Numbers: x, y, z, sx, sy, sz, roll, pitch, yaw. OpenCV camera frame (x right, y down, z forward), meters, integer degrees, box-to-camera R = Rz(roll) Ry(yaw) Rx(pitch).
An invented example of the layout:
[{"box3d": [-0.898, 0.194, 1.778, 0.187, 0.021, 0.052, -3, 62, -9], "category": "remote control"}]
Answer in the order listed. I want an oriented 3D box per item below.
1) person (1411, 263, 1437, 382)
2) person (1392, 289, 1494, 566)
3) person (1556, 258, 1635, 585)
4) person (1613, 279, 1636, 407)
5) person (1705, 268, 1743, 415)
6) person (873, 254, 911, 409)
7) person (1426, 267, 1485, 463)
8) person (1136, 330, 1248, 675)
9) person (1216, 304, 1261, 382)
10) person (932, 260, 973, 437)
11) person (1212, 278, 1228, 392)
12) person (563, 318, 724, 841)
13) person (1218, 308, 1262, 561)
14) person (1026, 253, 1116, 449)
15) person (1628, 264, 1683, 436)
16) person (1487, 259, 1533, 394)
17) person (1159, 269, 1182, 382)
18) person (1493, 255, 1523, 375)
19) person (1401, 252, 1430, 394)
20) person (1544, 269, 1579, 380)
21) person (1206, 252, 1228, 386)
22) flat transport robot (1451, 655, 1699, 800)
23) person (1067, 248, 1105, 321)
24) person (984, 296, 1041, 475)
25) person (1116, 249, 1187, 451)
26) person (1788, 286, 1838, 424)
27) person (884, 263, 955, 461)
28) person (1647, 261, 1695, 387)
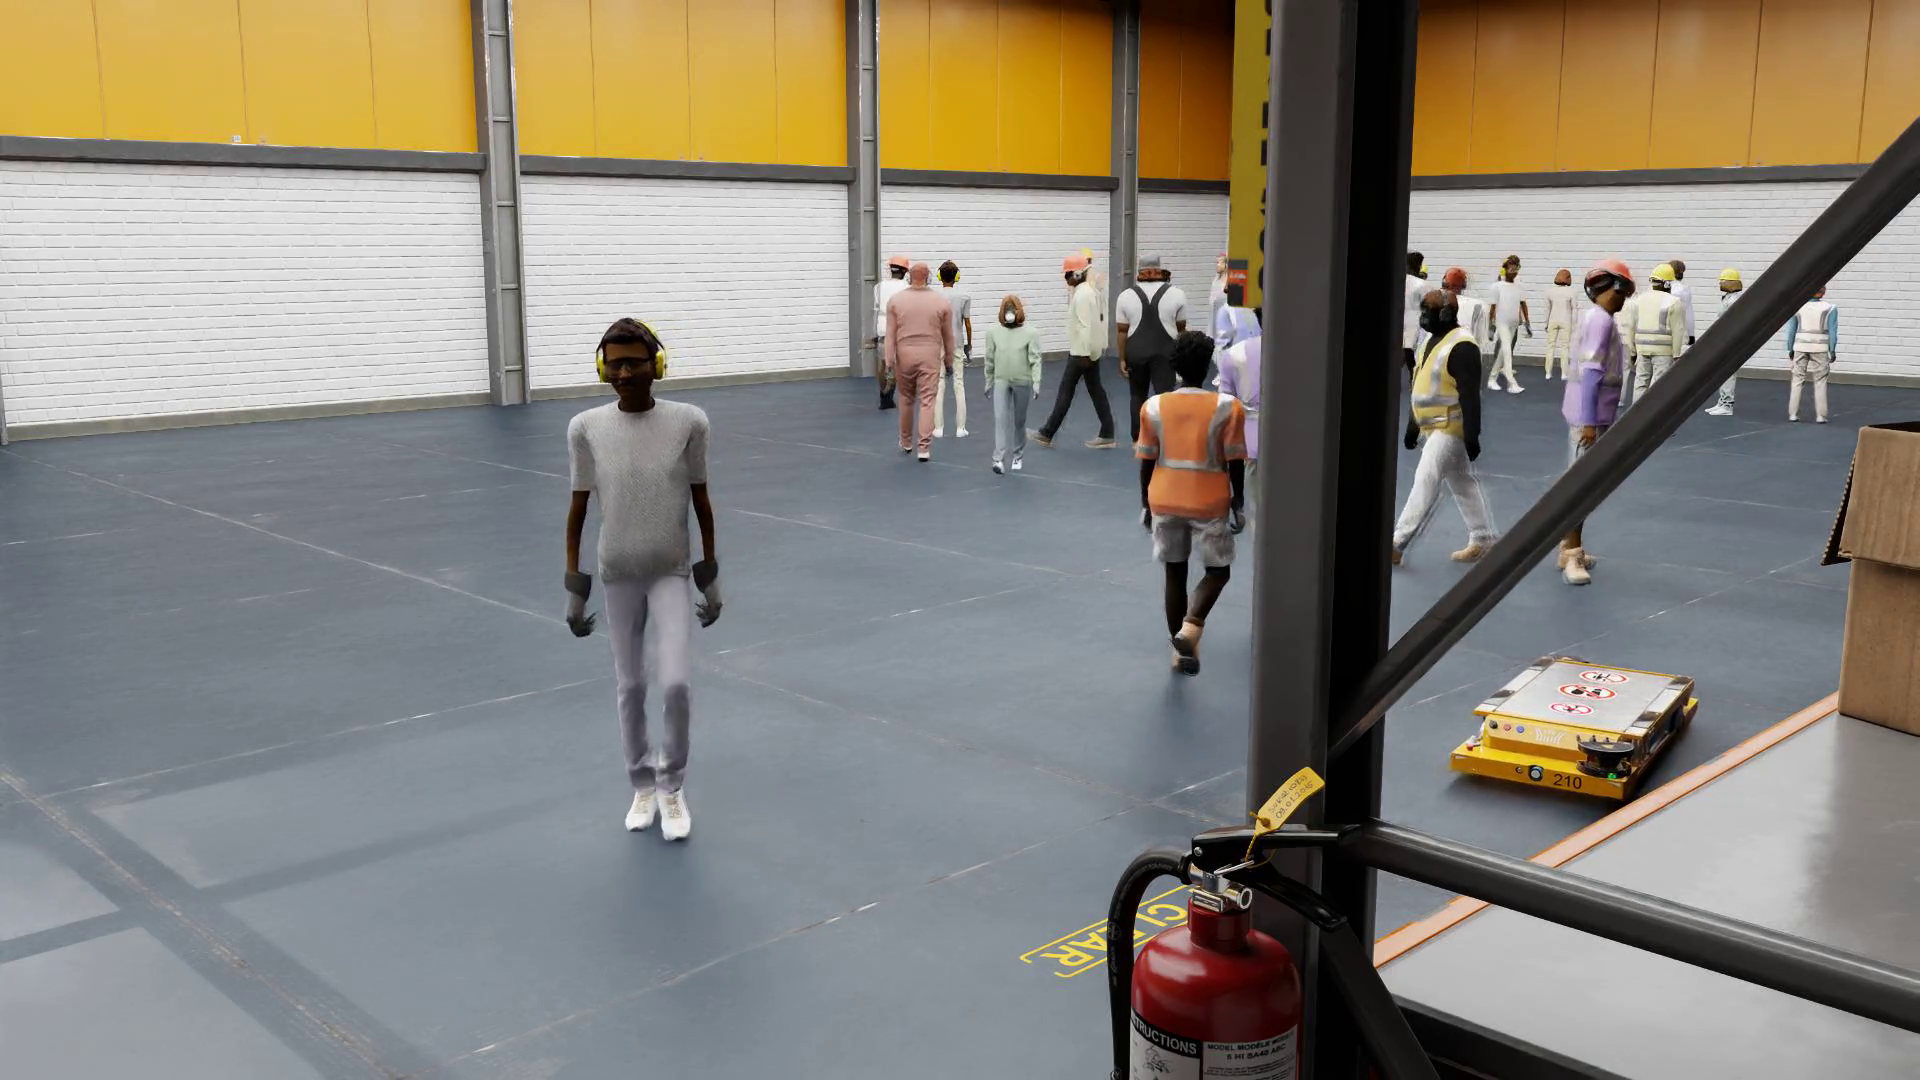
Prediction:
[{"box3d": [6.685, -3.171, 24.273, 0.530, 1.725, 0.892, 5, 12, 26], "category": "person"}, {"box3d": [3.093, -0.719, 10.773, 0.949, 1.784, 0.646, 0, 10, -1], "category": "person"}, {"box3d": [3.927, -0.735, 10.313, 0.361, 1.999, 0.748, 4, 11, 21], "category": "person"}, {"box3d": [8.112, -2.407, 20.452, 0.527, 1.613, 0.650, 5, 11, 25], "category": "person"}, {"box3d": [9.120, -2.361, 19.828, 0.297, 1.745, 0.484, 3, 11, 18], "category": "person"}, {"box3d": [-0.829, -2.534, 20.323, 0.615, 1.907, 0.547, 5, 12, 28], "category": "person"}, {"box3d": [4.689, -1.658, 15.741, 0.572, 1.850, 0.971, 1, 10, 3], "category": "person"}, {"box3d": [1.093, -0.161, 7.973, 0.545, 1.685, 0.544, 5, 11, 25], "category": "person"}, {"box3d": [2.475, -1.414, 14.273, 0.554, 1.884, 0.992, -1, 10, -4], "category": "person"}, {"box3d": [-0.121, -2.018, 17.614, 0.530, 1.871, 0.323, 0, 10, -1], "category": "person"}, {"box3d": [3.461, -2.553, 21.179, 0.502, 1.632, 0.279, 2, 11, 11], "category": "person"}, {"box3d": [-1.117, 0.152, 5.840, 0.553, 1.848, 0.598, -1, 10, -5], "category": "person"}, {"box3d": [1.769, -0.526, 9.479, 0.606, 1.863, 1.007, 1, 10, 6], "category": "person"}, {"box3d": [1.127, -1.881, 16.656, 0.990, 1.939, 0.651, 3, 11, 14], "category": "person"}, {"box3d": [7.415, -2.015, 17.699, 0.404, 1.830, 0.603, -7, 13, -34], "category": "person"}, {"box3d": [7.474, -2.916, 22.664, 0.512, 1.821, 0.980, -3, 11, -18], "category": "person"}, {"box3d": [2.857, -3.130, 24.299, 0.858, 1.646, 0.542, 1, 10, 7], "category": "person"}, {"box3d": [8.338, -3.424, 25.408, 0.488, 1.822, 0.631, -5, 11, -24], "category": "person"}, {"box3d": [6.066, -2.912, 22.390, 1.012, 1.911, 0.641, -7, 13, -35], "category": "person"}, {"box3d": [8.899, -3.189, 24.645, 0.500, 1.633, 0.280, 8, 13, 36], "category": "person"}, {"box3d": [3.707, -3.120, 23.569, 0.426, 1.888, 0.670, -3, 11, -16], "category": "person"}, {"box3d": [2.594, 0.743, 6.924, 0.652, 0.197, 1.431, 7, 12, 33], "category": "flat transport robot"}, {"box3d": [1.983, -3.628, 26.253, 0.588, 1.923, 0.383, 0, 10, -2], "category": "person"}, {"box3d": [0.464, -1.381, 14.884, 0.522, 1.581, 0.843, 2, 11, 8], "category": "person"}, {"box3d": [1.857, -1.834, 16.145, 0.684, 2.000, 0.886, 2, 11, 9], "category": "person"}, {"box3d": [9.690, -2.140, 18.936, 0.328, 1.634, 0.531, -10, 15, -44], "category": "person"}, {"box3d": [-0.385, -1.721, 16.001, 0.679, 1.855, 0.971, 0, 10, -1], "category": "person"}, {"box3d": [9.201, -2.675, 21.386, 0.926, 1.799, 0.653, -4, 11, -23], "category": "person"}]
